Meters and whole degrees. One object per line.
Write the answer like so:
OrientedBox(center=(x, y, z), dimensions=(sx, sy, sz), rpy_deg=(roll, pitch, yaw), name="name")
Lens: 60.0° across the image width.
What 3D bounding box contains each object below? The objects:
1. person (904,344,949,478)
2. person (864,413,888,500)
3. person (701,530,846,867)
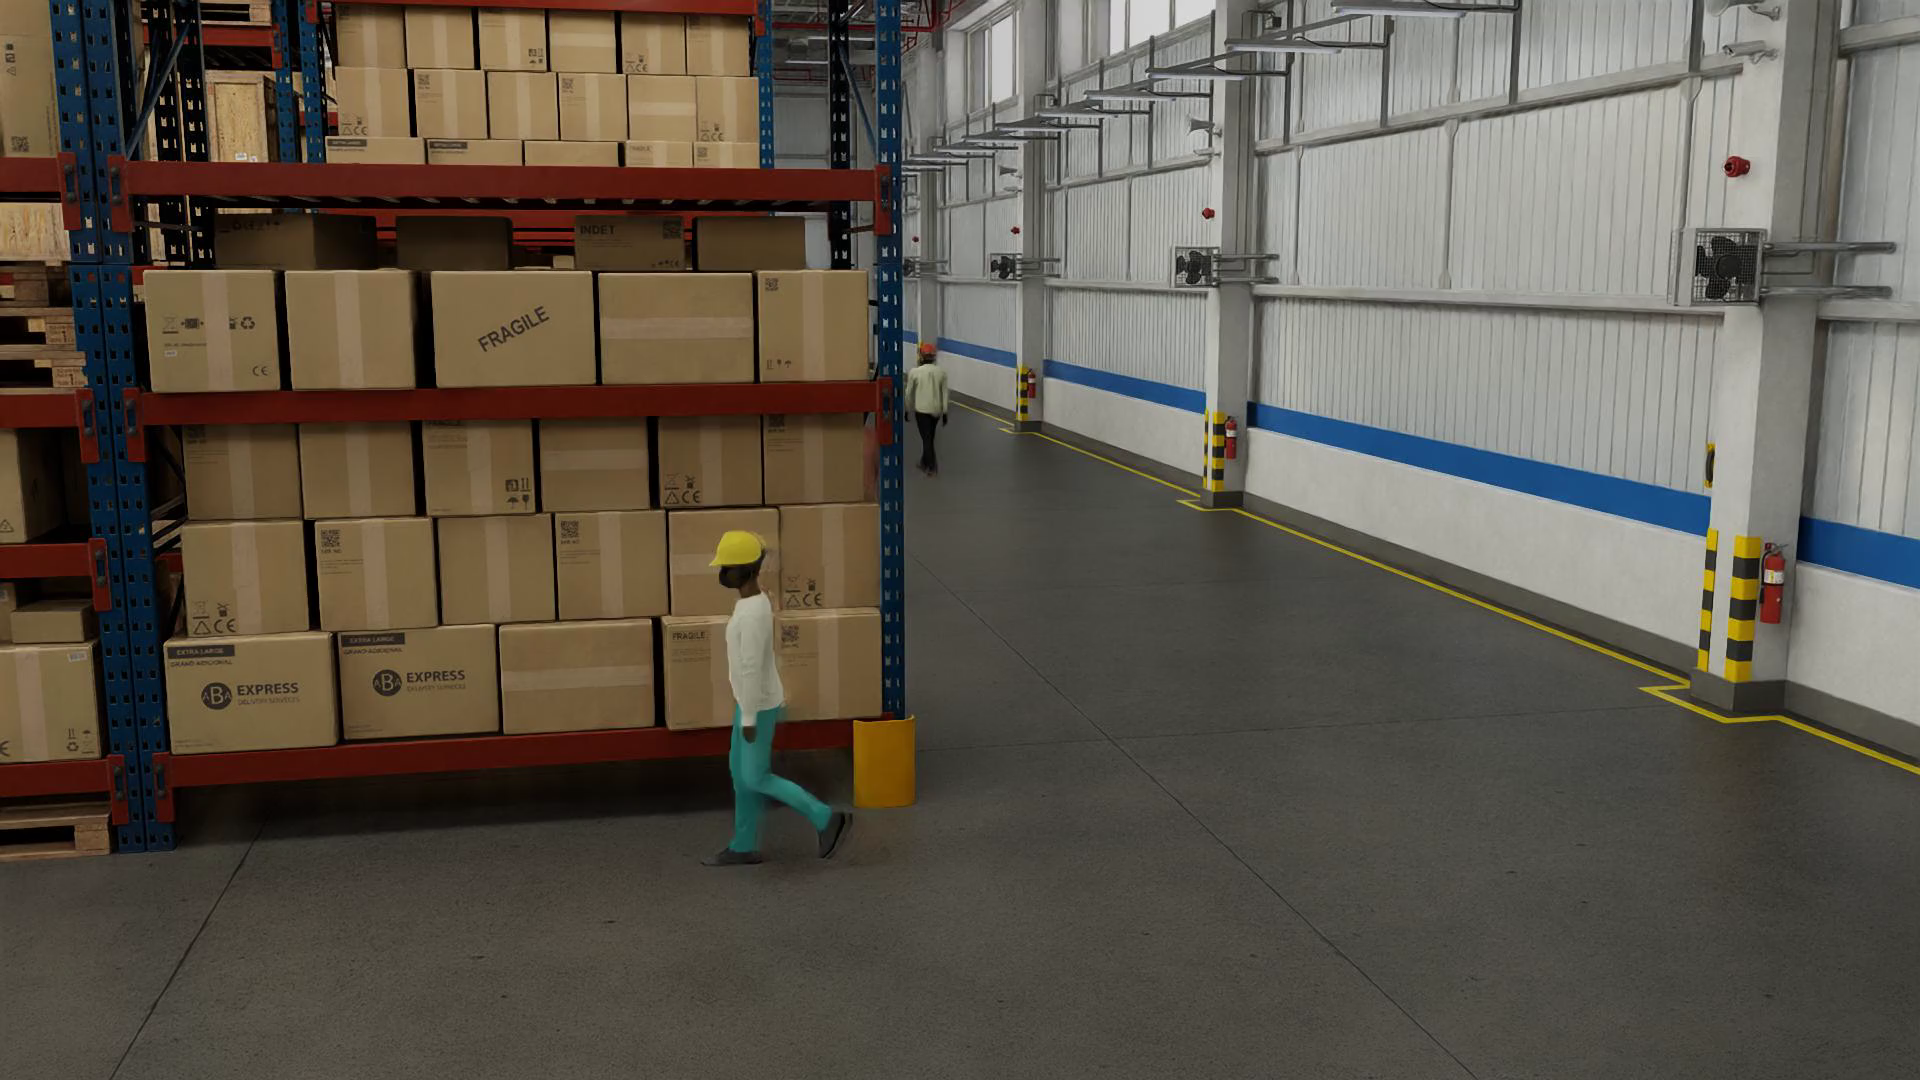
OrientedBox(center=(-0.486, -1.883, 24.206), dimensions=(0.607, 1.932, 1.080), rpy_deg=(-4, 10, -24), name="person")
OrientedBox(center=(-0.946, -0.368, 14.754), dimensions=(0.625, 1.982, 0.467), rpy_deg=(-3, 10, -17), name="person")
OrientedBox(center=(-0.951, 0.808, 8.328), dimensions=(0.652, 1.749, 0.526), rpy_deg=(-1, 9, -8), name="person")
